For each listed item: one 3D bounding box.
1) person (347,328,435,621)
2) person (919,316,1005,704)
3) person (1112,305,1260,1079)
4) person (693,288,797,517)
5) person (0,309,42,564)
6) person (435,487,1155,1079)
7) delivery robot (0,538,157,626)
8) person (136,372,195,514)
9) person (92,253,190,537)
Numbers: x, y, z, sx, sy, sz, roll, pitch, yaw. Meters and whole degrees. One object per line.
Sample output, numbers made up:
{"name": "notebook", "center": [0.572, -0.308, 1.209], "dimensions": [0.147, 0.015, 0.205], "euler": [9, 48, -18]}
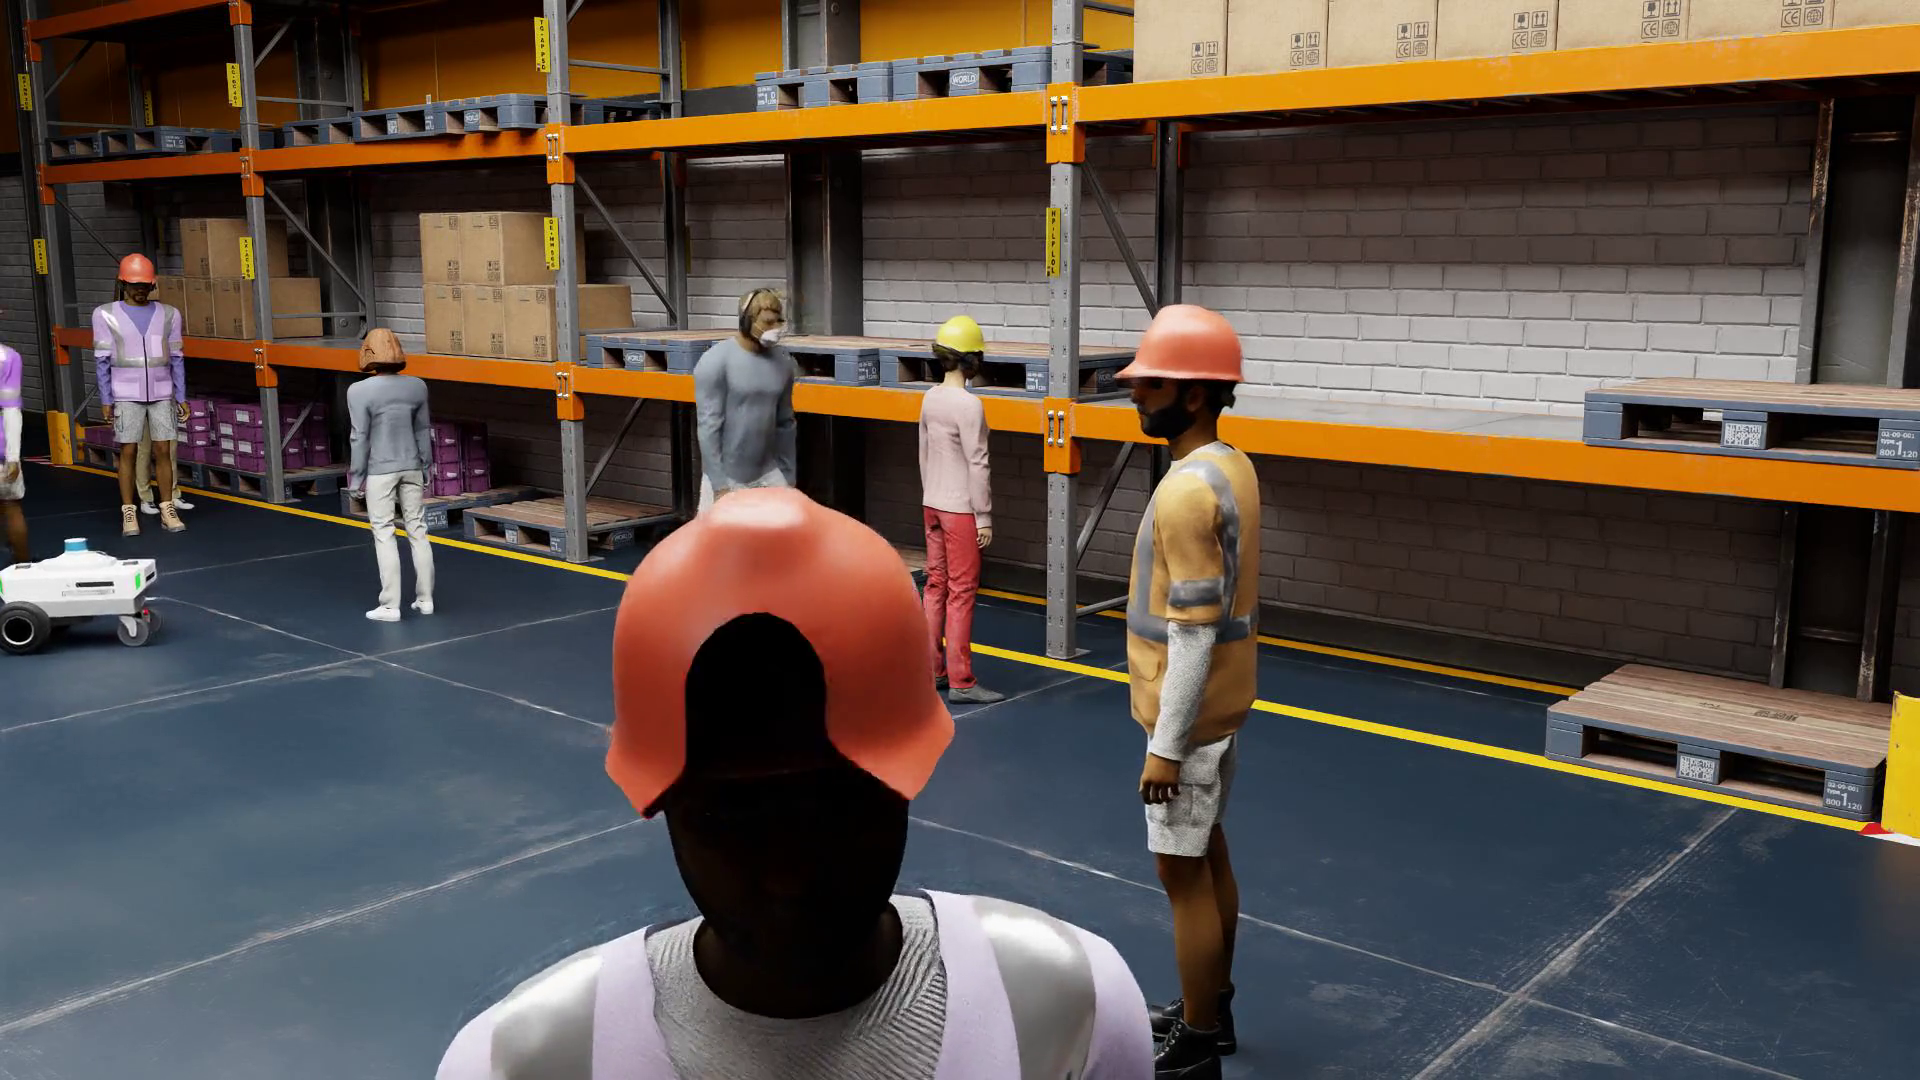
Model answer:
{"name": "person", "center": [-3.180, -0.363, 9.306], "dimensions": [0.266, 1.631, 0.507], "euler": [8, 13, 38]}
{"name": "person", "center": [0.002, -0.133, 7.624], "dimensions": [0.314, 1.767, 0.533], "euler": [-5, 11, -28]}
{"name": "person", "center": [0.540, 0.402, 4.080], "dimensions": [0.356, 1.938, 0.552], "euler": [3, 11, 19]}
{"name": "person", "center": [-1.055, -0.318, 8.379], "dimensions": [0.568, 1.887, 0.799], "euler": [8, 13, 39]}
{"name": "person", "center": [-5.765, -0.564, 9.802], "dimensions": [0.547, 1.877, 1.041], "euler": [-2, 10, -11]}
{"name": "person", "center": [-0.111, 0.896, 1.323], "dimensions": [0.572, 1.920, 0.579], "euler": [-3, 10, -15]}
{"name": "delivery robot", "center": [-4.611, 0.234, 8.709], "dimensions": [0.707, 0.478, 0.477], "euler": [-2, 10, -12]}
{"name": "person", "center": [-6.307, -1.021, 13.076], "dimensions": [0.277, 1.628, 0.501], "euler": [6, 12, 31]}
{"name": "person", "center": [-5.910, -1.048, 12.058], "dimensions": [0.605, 2.037, 0.388], "euler": [-8, 13, -38]}
